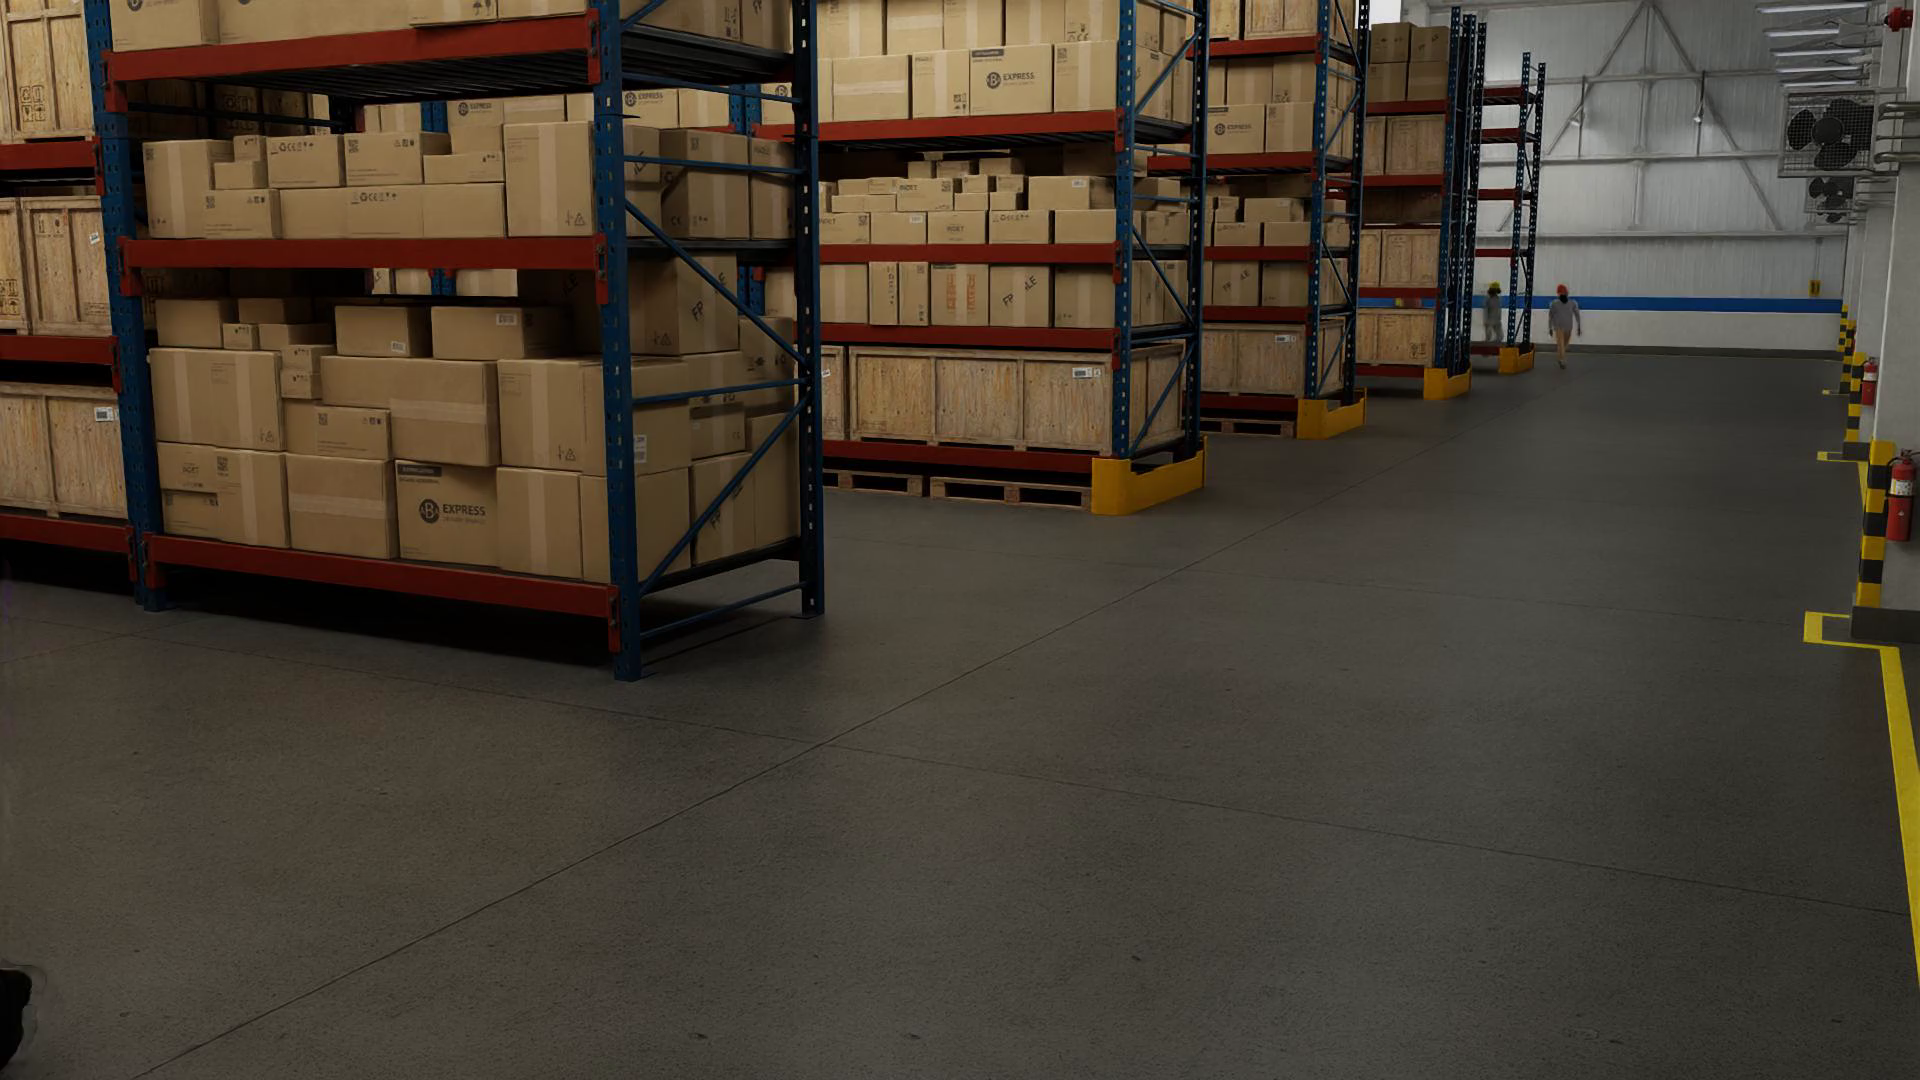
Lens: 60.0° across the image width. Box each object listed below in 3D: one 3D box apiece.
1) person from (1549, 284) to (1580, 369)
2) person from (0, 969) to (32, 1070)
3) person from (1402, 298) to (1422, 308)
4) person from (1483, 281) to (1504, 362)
[{"bbox_3d":[12.263,-4.338,33.770,0.592,1.711,0.865,2,10,14],"label":"person"},{"bbox_3d":[-2.966,0.658,4.308,0.562,1.897,0.940,4,10,20],"label":"person"},{"bbox_3d":[9.853,-4.786,35.891,0.960,1.855,0.673,5,11,29],"label":"person"},{"bbox_3d":[11.459,-4.695,35.743,0.519,1.725,0.416,-5,11,-28],"label":"person"}]
